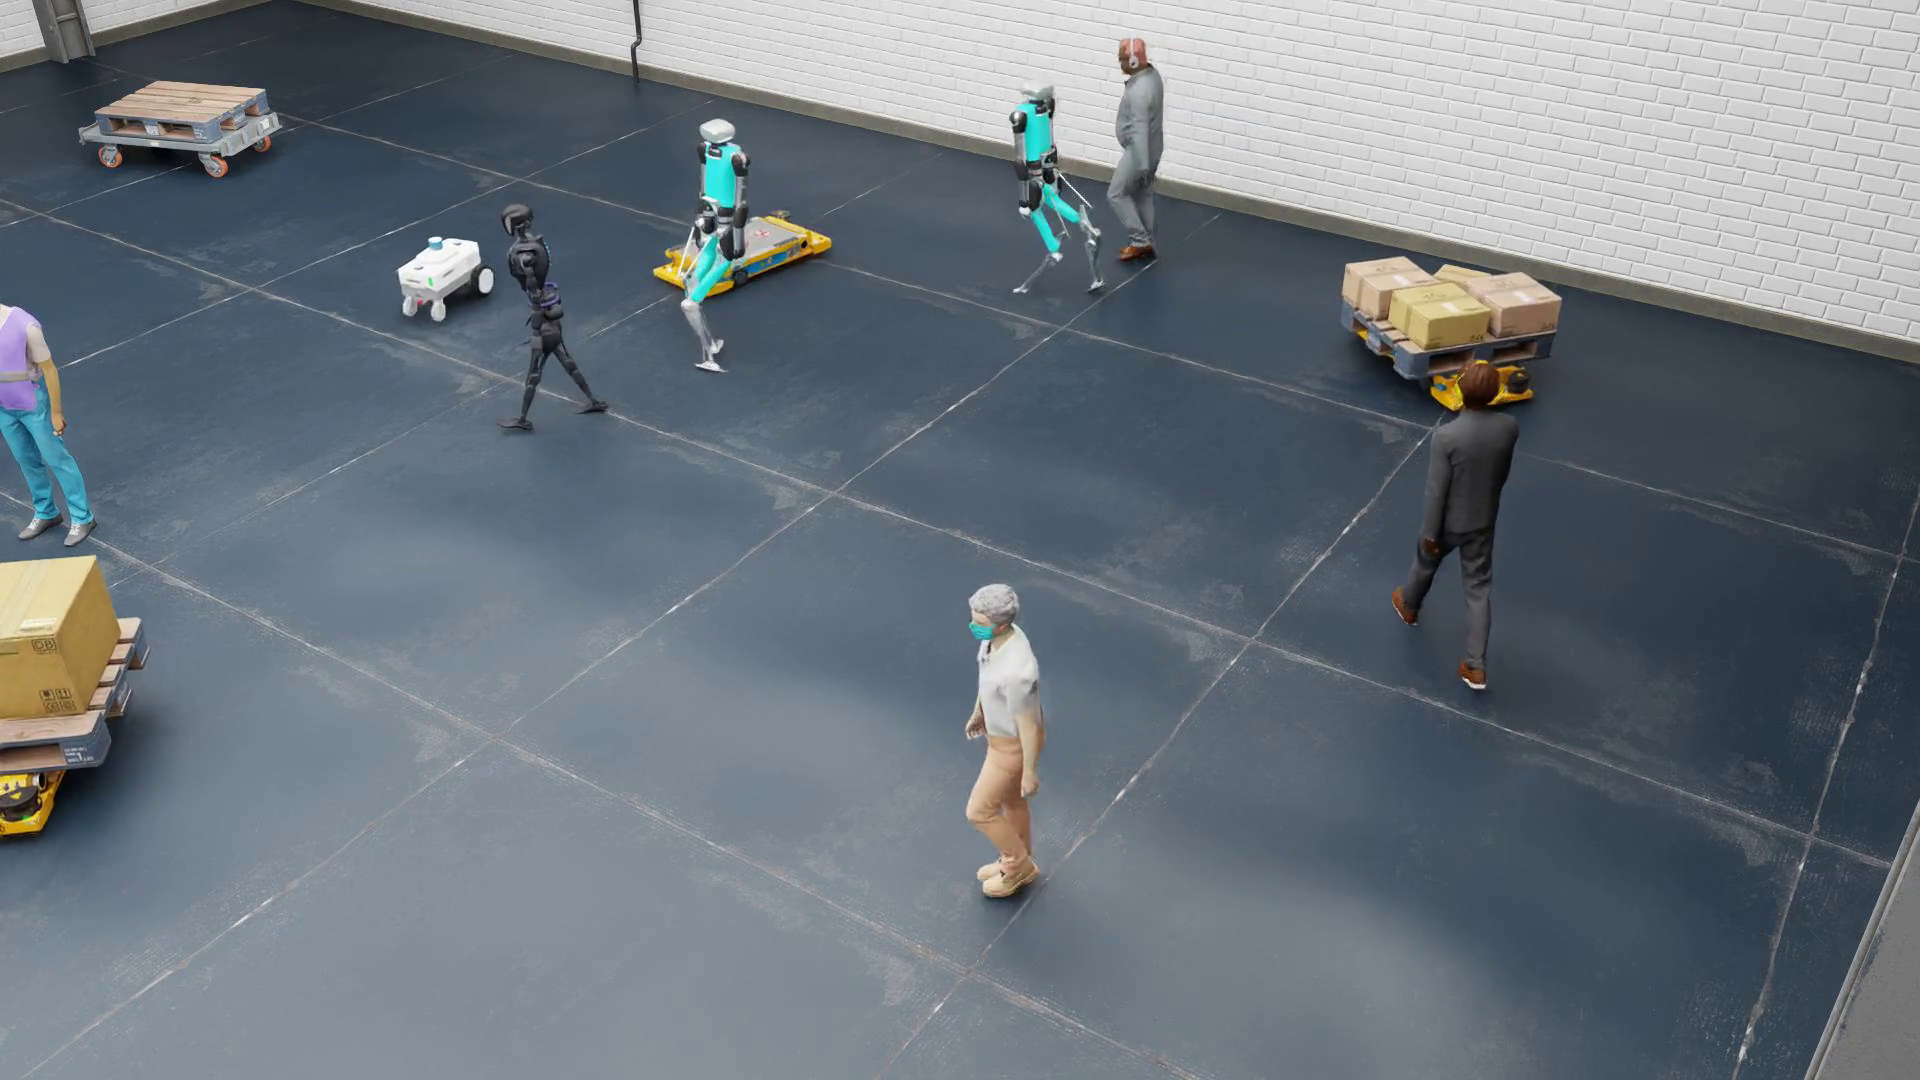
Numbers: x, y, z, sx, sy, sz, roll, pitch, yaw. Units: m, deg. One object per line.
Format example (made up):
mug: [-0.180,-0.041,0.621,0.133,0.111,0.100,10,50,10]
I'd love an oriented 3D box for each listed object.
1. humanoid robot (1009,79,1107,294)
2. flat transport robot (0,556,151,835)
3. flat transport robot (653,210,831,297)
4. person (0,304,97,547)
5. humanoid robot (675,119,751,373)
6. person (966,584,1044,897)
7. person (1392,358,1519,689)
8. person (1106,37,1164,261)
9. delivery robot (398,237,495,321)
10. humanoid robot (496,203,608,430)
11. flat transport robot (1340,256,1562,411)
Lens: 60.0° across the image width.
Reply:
humanoid robot: [0.860,-2.689,13.106,0.933,1.776,0.540,20,38,28]
flat transport robot: [-4.947,1.013,8.680,0.659,0.231,1.431,-5,33,-7]
flat transport robot: [-1.824,-2.421,14.024,0.659,0.231,1.431,26,41,34]
person: [-5.672,-0.822,10.078,0.568,1.842,0.372,8,34,12]
humanoid robot: [-1.909,-2.116,12.184,0.867,1.770,0.603,-27,41,-35]
person: [0.191,0.908,7.492,0.409,1.726,0.489,-5,33,-7]
person: [2.722,-0.127,9.023,0.505,1.825,1.002,-3,33,-5]
person: [1.468,-3.213,13.774,0.452,1.885,0.650,10,34,15]
delivery robot: [-4.143,-2.141,13.296,0.499,0.565,0.745,11,34,17]
humanoid robot: [-2.885,-1.533,11.378,0.779,1.620,0.596,-9,34,-13]
flat transport robot: [3.595,-1.392,12.422,0.659,0.231,1.431,-10,34,-15]
